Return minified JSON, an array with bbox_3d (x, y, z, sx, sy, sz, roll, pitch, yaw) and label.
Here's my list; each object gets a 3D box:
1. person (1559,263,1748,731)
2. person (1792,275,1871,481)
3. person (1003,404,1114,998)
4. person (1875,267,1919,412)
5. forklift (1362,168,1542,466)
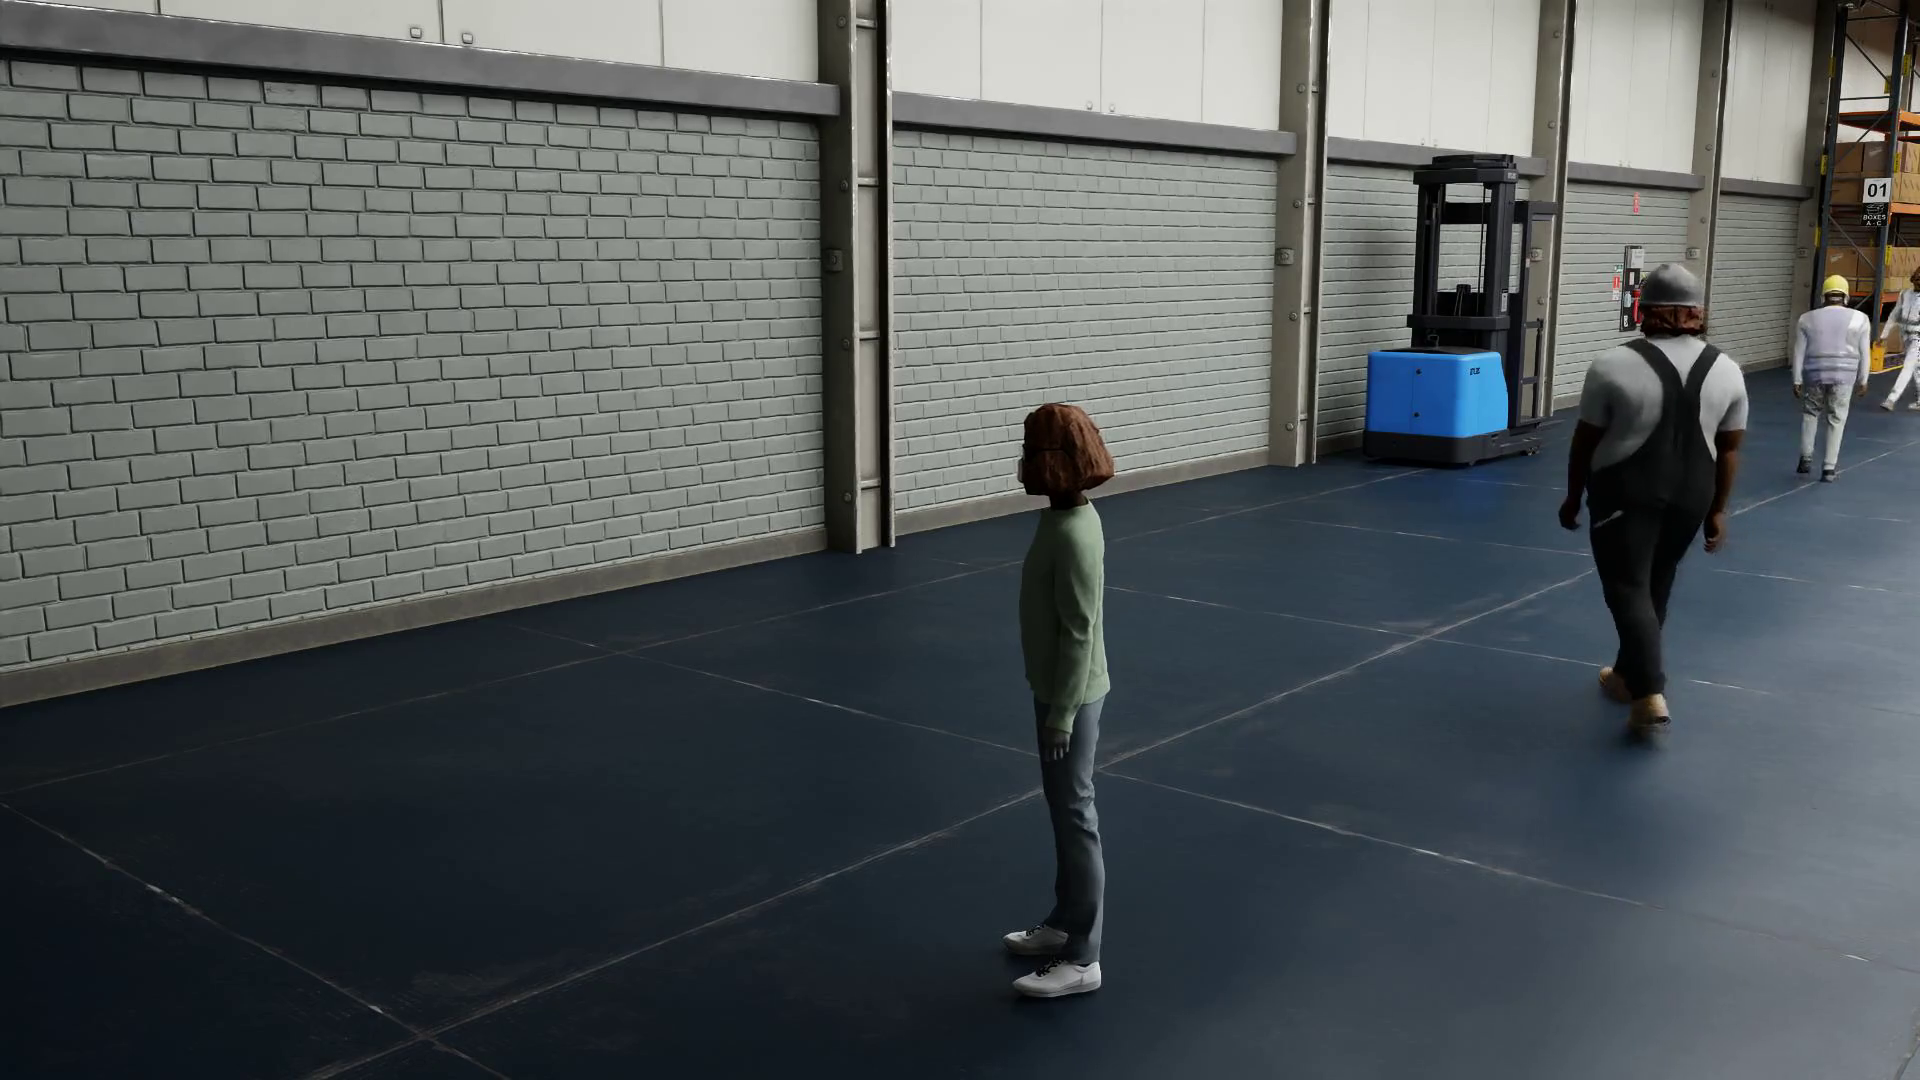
[{"bbox_3d":[3.007,-0.201,7.225,0.677,2.000,0.989,-1,10,-5],"label":"person"},{"bbox_3d":[7.791,-1.449,14.879,0.614,1.812,0.584,6,12,31],"label":"person"},{"bbox_3d":[0.273,0.438,4.623,0.281,1.633,0.500,0,10,-2],"label":"person"},{"bbox_3d":[12.067,-2.547,21.075,0.996,1.829,0.691,-3,10,-17],"label":"person"},{"bbox_3d":[4.875,-2.212,16.287,1.129,2.768,1.873,8,13,40],"label":"forklift"}]
